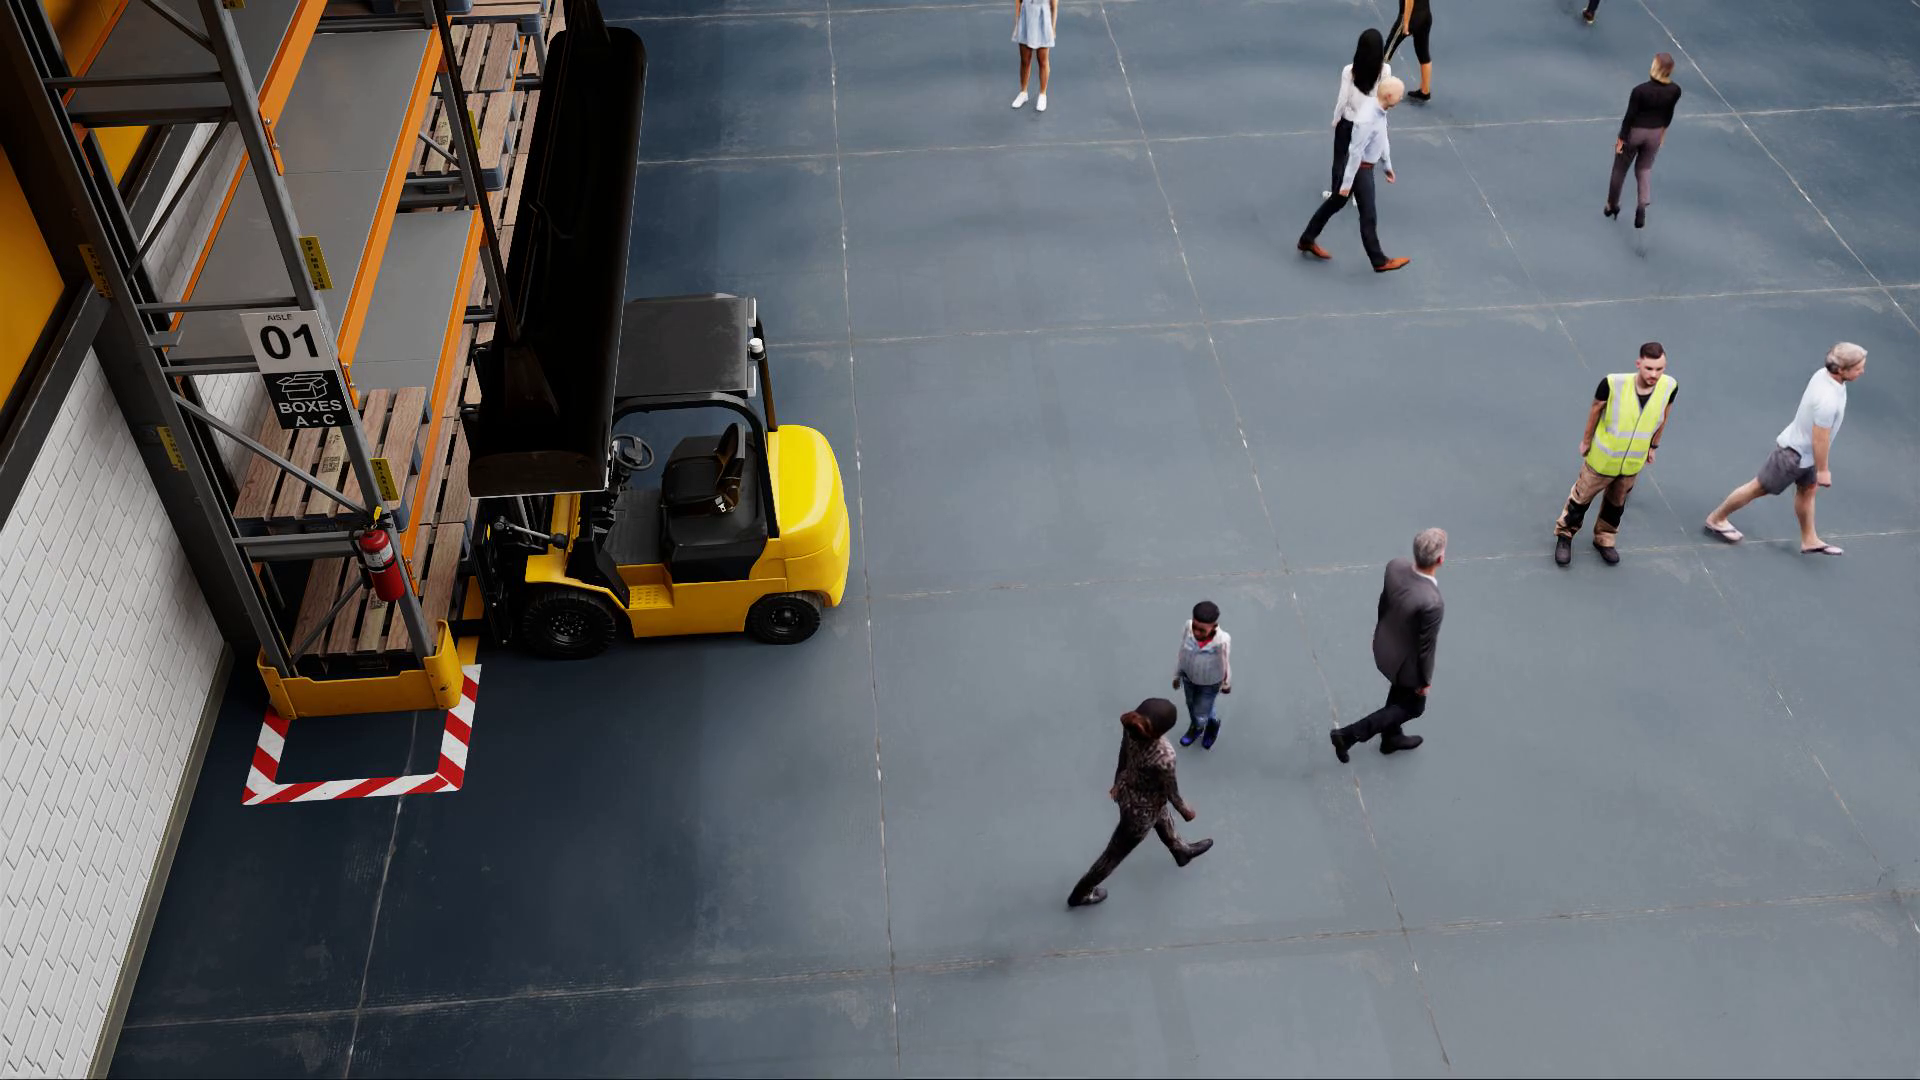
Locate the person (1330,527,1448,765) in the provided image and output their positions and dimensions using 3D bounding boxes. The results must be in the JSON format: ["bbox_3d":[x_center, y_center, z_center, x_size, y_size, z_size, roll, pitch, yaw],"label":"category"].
[{"bbox_3d":[2.624,0.705,10.077,0.884,1.804,0.935,-7,44,-7],"label":"person"}]

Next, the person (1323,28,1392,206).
[{"bbox_3d":[3.544,-3.759,14.837,0.625,1.701,0.562,-6,44,-6],"label":"person"}]

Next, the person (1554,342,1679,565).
[{"bbox_3d":[4.522,-0.606,11.421,0.722,1.847,0.743,1,44,1],"label":"person"}]

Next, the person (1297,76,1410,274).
[{"bbox_3d":[3.304,-3.121,14.154,1.053,1.719,1.232,17,46,17],"label":"person"}]

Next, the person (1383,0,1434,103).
[{"bbox_3d":[4.504,-5.071,16.270,1.016,1.624,1.168,-31,52,-28],"label":"person"}]

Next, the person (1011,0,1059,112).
[{"bbox_3d":[0.738,-5.003,16.122,0.664,1.730,0.658,13,45,13],"label":"person"}]

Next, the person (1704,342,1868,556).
[{"bbox_3d":[5.693,-0.632,11.494,1.147,1.785,1.164,24,49,23],"label":"person"}]

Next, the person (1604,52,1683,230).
[{"bbox_3d":[5.980,-3.438,14.530,0.600,1.659,0.802,-3,44,-3],"label":"person"}]

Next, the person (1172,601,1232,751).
[{"bbox_3d":[1.546,0.796,10.387,0.590,1.243,0.653,32,52,29],"label":"person"}]

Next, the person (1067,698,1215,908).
[{"bbox_3d":[0.931,1.532,9.312,0.831,1.660,1.171,-13,45,-14],"label":"person"}]
